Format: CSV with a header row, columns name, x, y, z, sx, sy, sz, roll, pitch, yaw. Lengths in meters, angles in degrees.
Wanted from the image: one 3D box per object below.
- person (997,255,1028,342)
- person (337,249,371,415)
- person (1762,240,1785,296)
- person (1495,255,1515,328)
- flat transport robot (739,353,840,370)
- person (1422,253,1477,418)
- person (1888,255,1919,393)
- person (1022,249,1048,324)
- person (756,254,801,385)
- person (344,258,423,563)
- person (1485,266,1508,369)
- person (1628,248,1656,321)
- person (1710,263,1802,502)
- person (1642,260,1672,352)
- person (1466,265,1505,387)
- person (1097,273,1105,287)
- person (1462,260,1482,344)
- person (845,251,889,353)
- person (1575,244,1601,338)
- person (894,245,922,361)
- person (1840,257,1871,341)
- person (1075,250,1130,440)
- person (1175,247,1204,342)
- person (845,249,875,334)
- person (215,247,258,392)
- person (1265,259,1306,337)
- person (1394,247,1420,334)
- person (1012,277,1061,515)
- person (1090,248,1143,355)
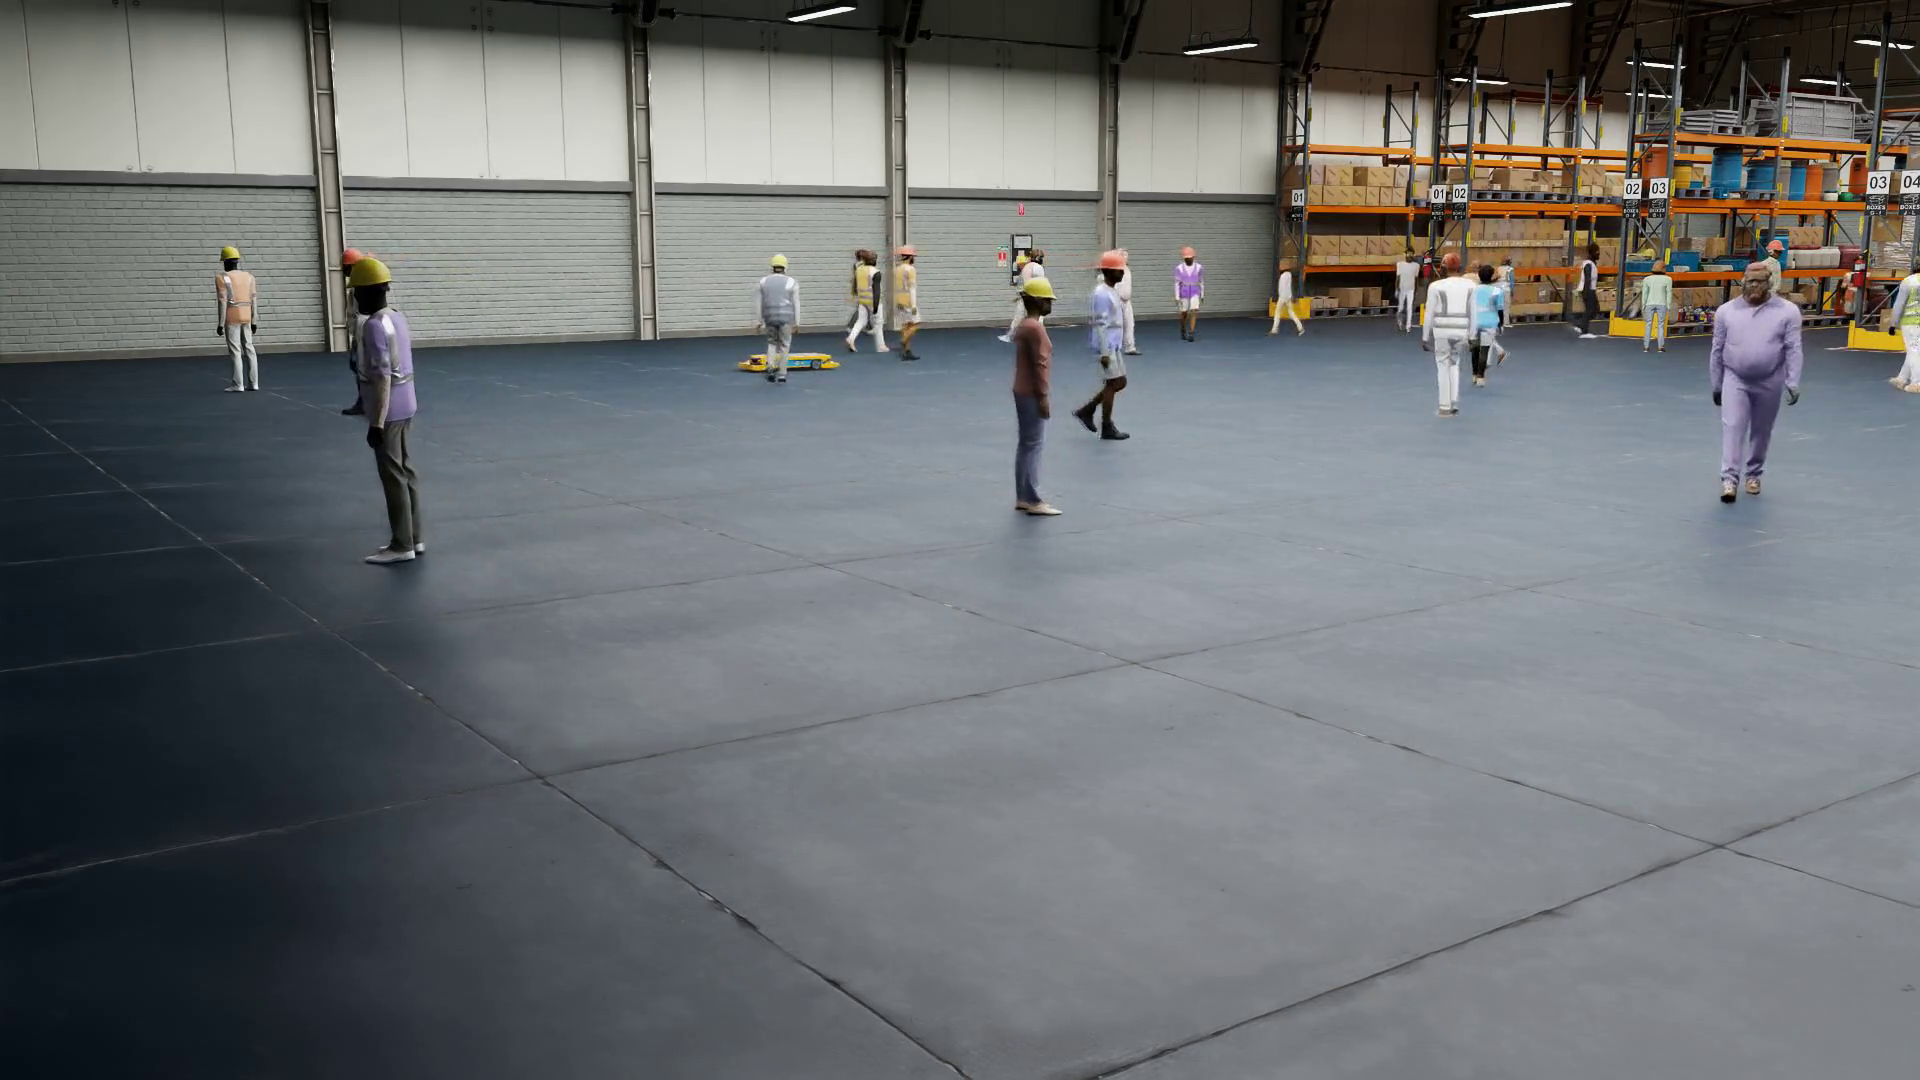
name,x,y,z,sx,sy,sz,roll,pitch,yaw
person,1.156,-4.659,32.257,0.905,1.695,0.494,-1,10,-3
person,-6.885,-2.400,19.237,0.542,1.920,0.551,-4,11,-19
person,14.813,-4.473,30.407,0.612,1.994,0.395,-9,14,-42
person,12.364,-5.637,37.771,0.315,1.636,0.514,-6,12,-29
flat transport robot,-2.656,-2.777,25.834,1.431,0.197,0.652,-5,12,-26
person,5.559,-2.332,19.009,0.604,1.867,0.495,-2,10,-9
person,12.692,-2.897,22.254,0.654,1.811,0.848,-2,11,-12
person,1.354,-4.230,29.512,0.429,1.839,0.623,-6,12,-30
person,-2.525,-3.072,23.215,0.622,1.815,0.429,1,10,7
person,-3.650,-0.812,10.529,0.386,1.922,0.594,-1,10,-4
person,8.275,-3.446,25.824,0.469,1.615,0.500,0,10,0
person,14.983,-5.479,36.429,0.727,1.813,0.596,-8,13,-37
person,6.234,-1.240,13.068,0.650,1.858,0.991,5,11,25
person,12.462,-4.177,29.769,0.501,1.633,0.286,7,12,33
person,7.257,-2.955,22.998,0.550,1.657,0.842,6,12,31
person,2.794,-4.439,31.216,0.513,1.635,0.311,-3,11,-17
person,9.904,-4.580,32.070,0.530,1.593,0.844,7,12,32
person,-1.646,-4.224,29.551,0.625,1.818,0.856,9,14,41
person,12.831,-5.056,33.858,0.457,1.899,0.614,6,12,28
person,-0.867,-3.932,27.629,0.431,1.921,0.573,-6,12,-28
person,17.753,-4.777,32.949,0.690,1.674,0.536,-10,14,-43
person,1.475,-1.971,16.891,0.499,1.918,0.560,3,11,17
person,4.533,-4.867,32.918,0.568,1.881,0.981,1,10,6
person,-2.091,-5.194,34.903,0.954,1.807,0.517,-9,13,-40
person,-9.626,-2.924,22.105,0.380,1.923,0.595,5,12,28
person,6.751,-4.990,34.319,0.806,1.605,0.502,7,12,33
person,9.561,-5.353,35.660,0.525,1.845,0.785,2,10,8
person,0.558,-1.069,12.383,0.322,1.764,0.531,-2,11,-12
person,2.729,-4.159,29.034,0.920,1.870,0.640,10,14,42
